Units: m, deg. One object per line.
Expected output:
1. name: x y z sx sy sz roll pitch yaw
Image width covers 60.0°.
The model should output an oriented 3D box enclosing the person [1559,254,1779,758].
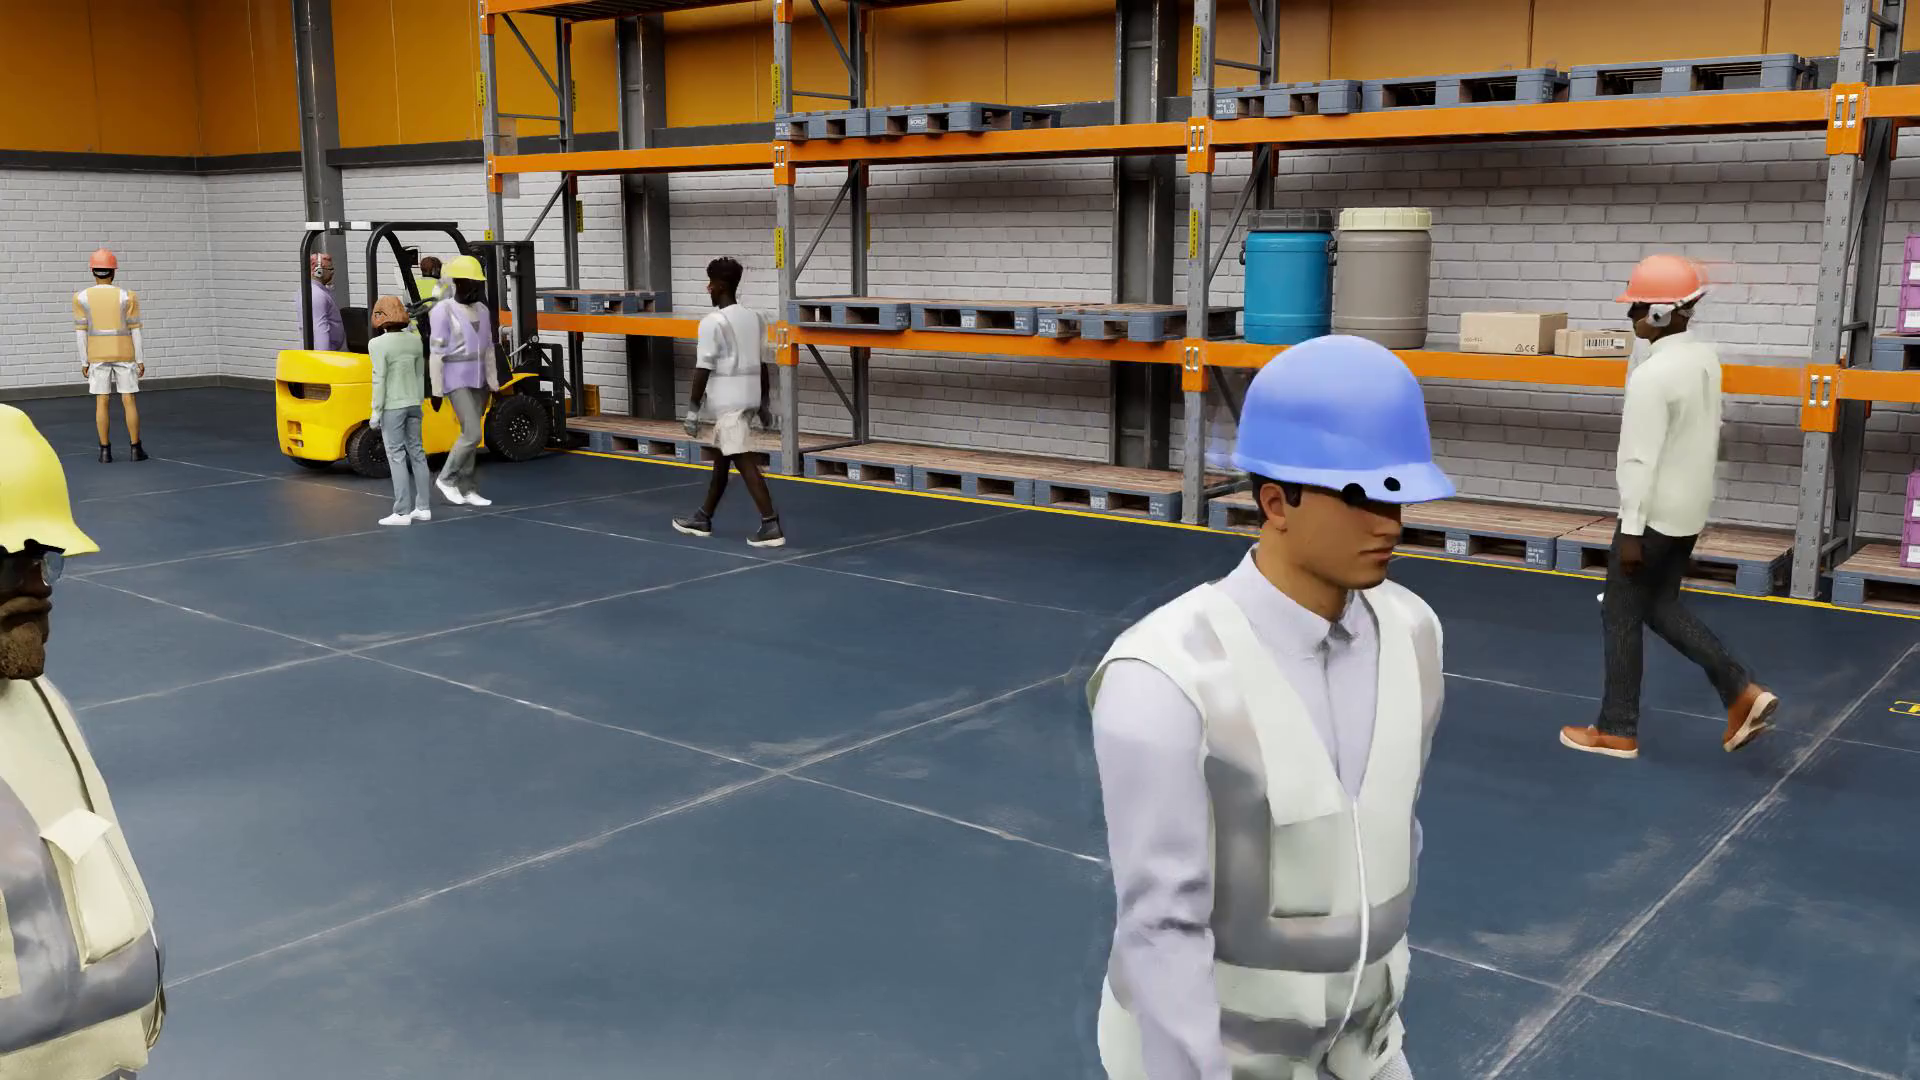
1. person: 2.743 -0.098 6.362 0.628 1.971 0.677 -9 14 -42

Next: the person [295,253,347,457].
1. person: -5.949 -1.717 15.547 0.403 1.900 0.636 -6 12 -31

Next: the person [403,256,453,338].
1. person: -5.916 -2.260 18.712 0.633 1.839 0.429 3 11 17

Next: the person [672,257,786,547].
1. person: -1.542 -0.918 11.075 0.998 1.913 0.622 6 12 28

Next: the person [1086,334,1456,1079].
1. person: 0.479 0.694 2.177 0.621 1.896 0.992 -6 12 -31

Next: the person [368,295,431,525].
1. person: -4.006 -0.921 11.860 0.271 1.632 0.503 5 11 24

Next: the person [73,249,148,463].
1. person: -7.728 -1.666 15.149 0.545 1.938 0.358 -4 11 -22

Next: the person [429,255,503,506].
1. person: -3.723 -1.185 12.574 0.426 1.910 0.598 3 11 18

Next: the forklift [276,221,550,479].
1. forklift: -4.922 -1.741 14.854 1.214 2.155 2.313 8 13 38

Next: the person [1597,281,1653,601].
1. person: 3.801 -0.559 9.235 0.329 1.861 0.512 9 14 40

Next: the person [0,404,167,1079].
1. person: -1.240 0.734 2.159 0.404 1.827 0.589 -3 11 -15
